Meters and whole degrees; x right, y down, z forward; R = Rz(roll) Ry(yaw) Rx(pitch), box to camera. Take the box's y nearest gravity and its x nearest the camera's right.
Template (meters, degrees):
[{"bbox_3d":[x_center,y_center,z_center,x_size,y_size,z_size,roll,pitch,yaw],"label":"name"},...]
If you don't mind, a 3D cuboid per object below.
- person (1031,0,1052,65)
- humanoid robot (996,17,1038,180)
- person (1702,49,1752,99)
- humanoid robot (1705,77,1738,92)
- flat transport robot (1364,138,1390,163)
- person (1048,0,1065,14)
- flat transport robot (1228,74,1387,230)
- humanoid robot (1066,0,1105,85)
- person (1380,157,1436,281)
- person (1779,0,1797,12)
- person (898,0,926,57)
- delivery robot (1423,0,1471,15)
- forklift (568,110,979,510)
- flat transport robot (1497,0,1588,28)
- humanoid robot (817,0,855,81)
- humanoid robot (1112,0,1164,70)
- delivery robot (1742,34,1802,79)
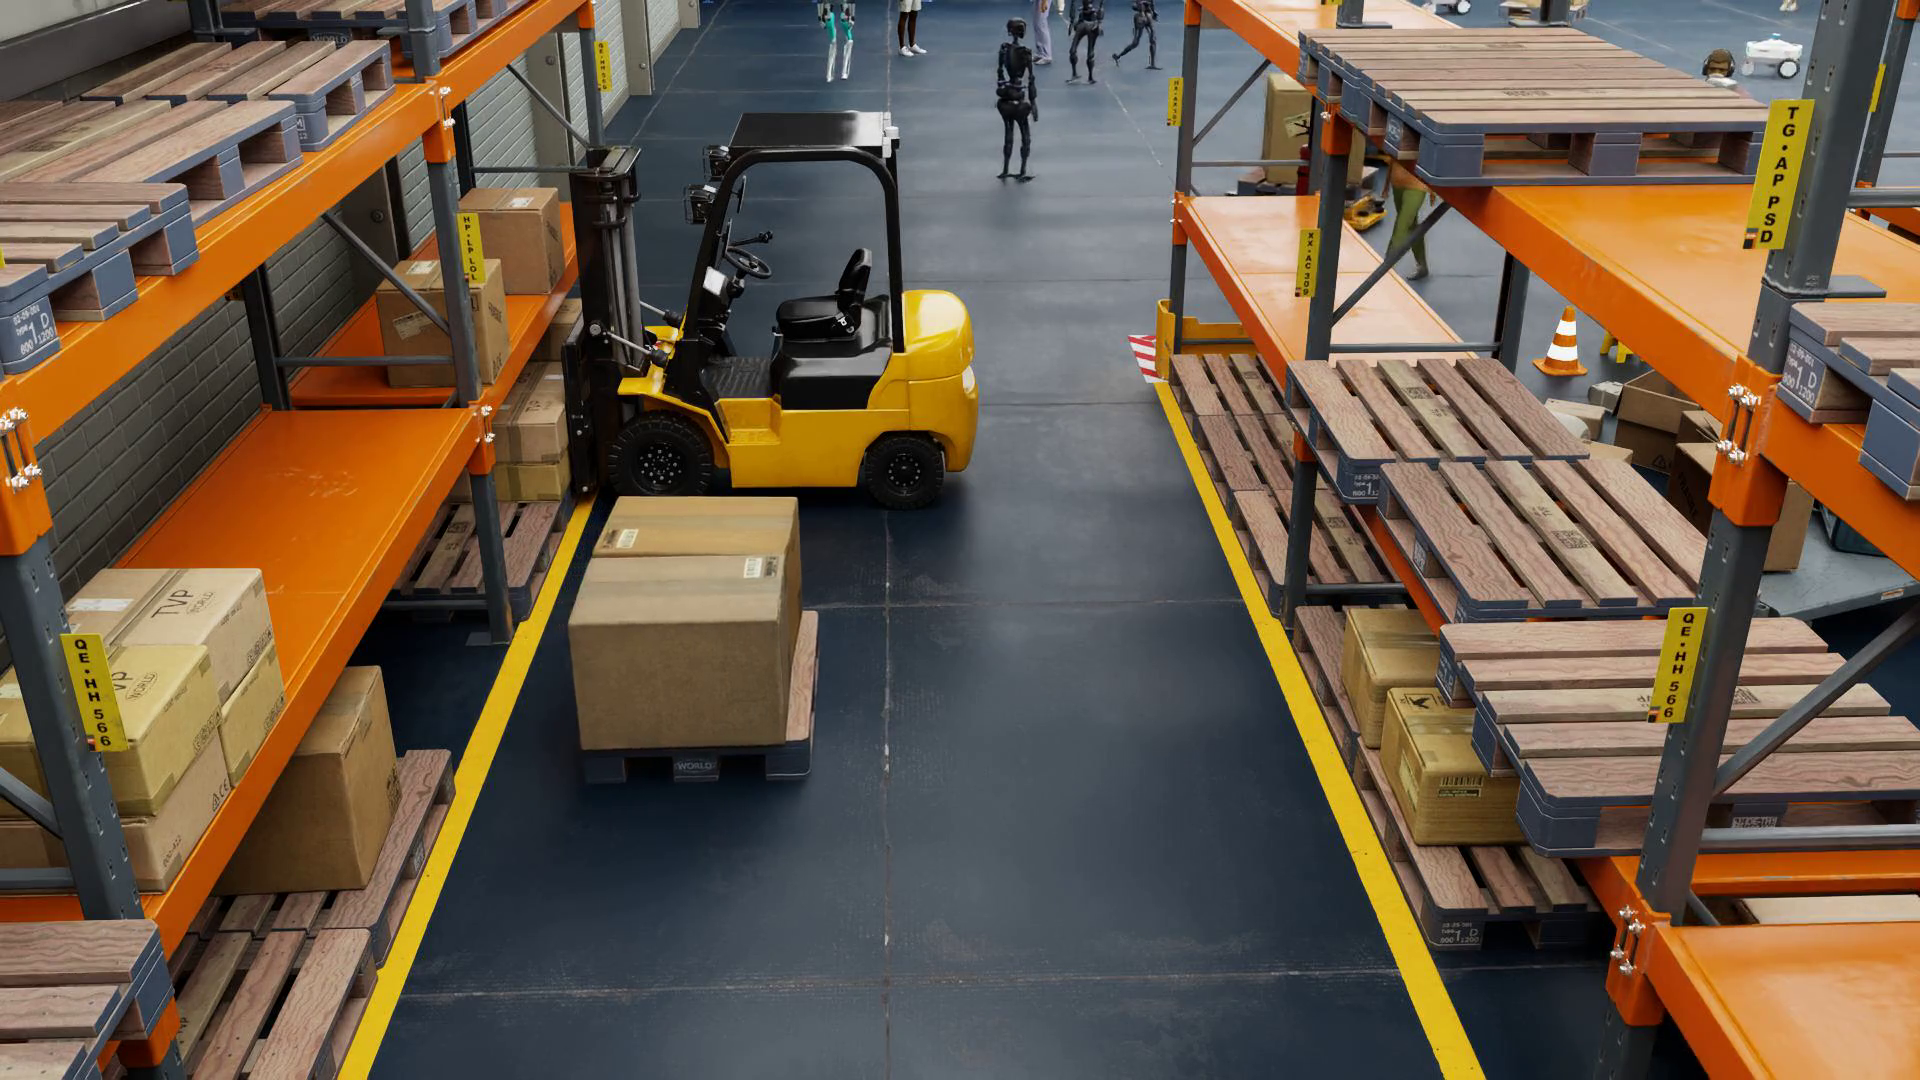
[{"bbox_3d":[1.195,-7.825,24.048,0.397,1.834,0.561,-7,26,-14],"label":"person"},{"bbox_3d":[0.587,-4.634,17.461,0.355,1.657,0.603,-18,31,-34],"label":"humanoid robot"},{"bbox_3d":[6.273,-3.176,14.095,0.622,1.931,0.374,12,28,24],"label":"person"},{"bbox_3d":[6.293,-2.870,13.645,0.701,1.763,0.537,19,31,34],"label":"humanoid robot"},{"bbox_3d":[4.437,-4.469,18.768,1.431,0.231,0.659,16,30,31],"label":"flat transport robot"},{"bbox_3d":[1.620,-9.996,28.732,0.572,1.748,0.341,0,25,0],"label":"person"},{"bbox_3d":[3.365,-3.257,16.201,1.431,0.231,0.659,15,29,28],"label":"flat transport robot"},{"bbox_3d":[1.716,-7.012,22.509,0.610,1.658,0.361,21,33,38],"label":"humanoid robot"},{"bbox_3d":[3.713,-2.932,13.871,0.921,1.653,0.462,-15,29,-29],"label":"person"},{"bbox_3d":[14.539,-10.165,28.963,0.549,1.873,0.640,22,33,39],"label":"person"},{"bbox_3d":[-0.742,-8.202,24.767,0.376,1.898,0.543,17,30,32],"label":"person"},{"bbox_3d":[8.515,-9.439,28.979,0.807,0.613,0.499,0,25,-1],"label":"delivery robot"},{"bbox_3d":[-1.043,-1.379,9.976,2.313,2.155,1.214,-1,25,-2],"label":"forklift"},{"bbox_3d":[9.501,-8.448,27.194,0.659,0.231,1.431,14,29,28],"label":"flat transport robot"},{"bbox_3d":[-1.660,-7.205,22.819,0.532,1.777,0.679,3,25,6],"label":"humanoid robot"},{"bbox_3d":[2.571,-7.532,23.637,0.692,1.637,0.610,12,28,23],"label":"humanoid robot"},{"bbox_3d":[11.430,-6.784,23.352,0.812,0.609,0.499,11,28,22],"label":"delivery robot"}]
